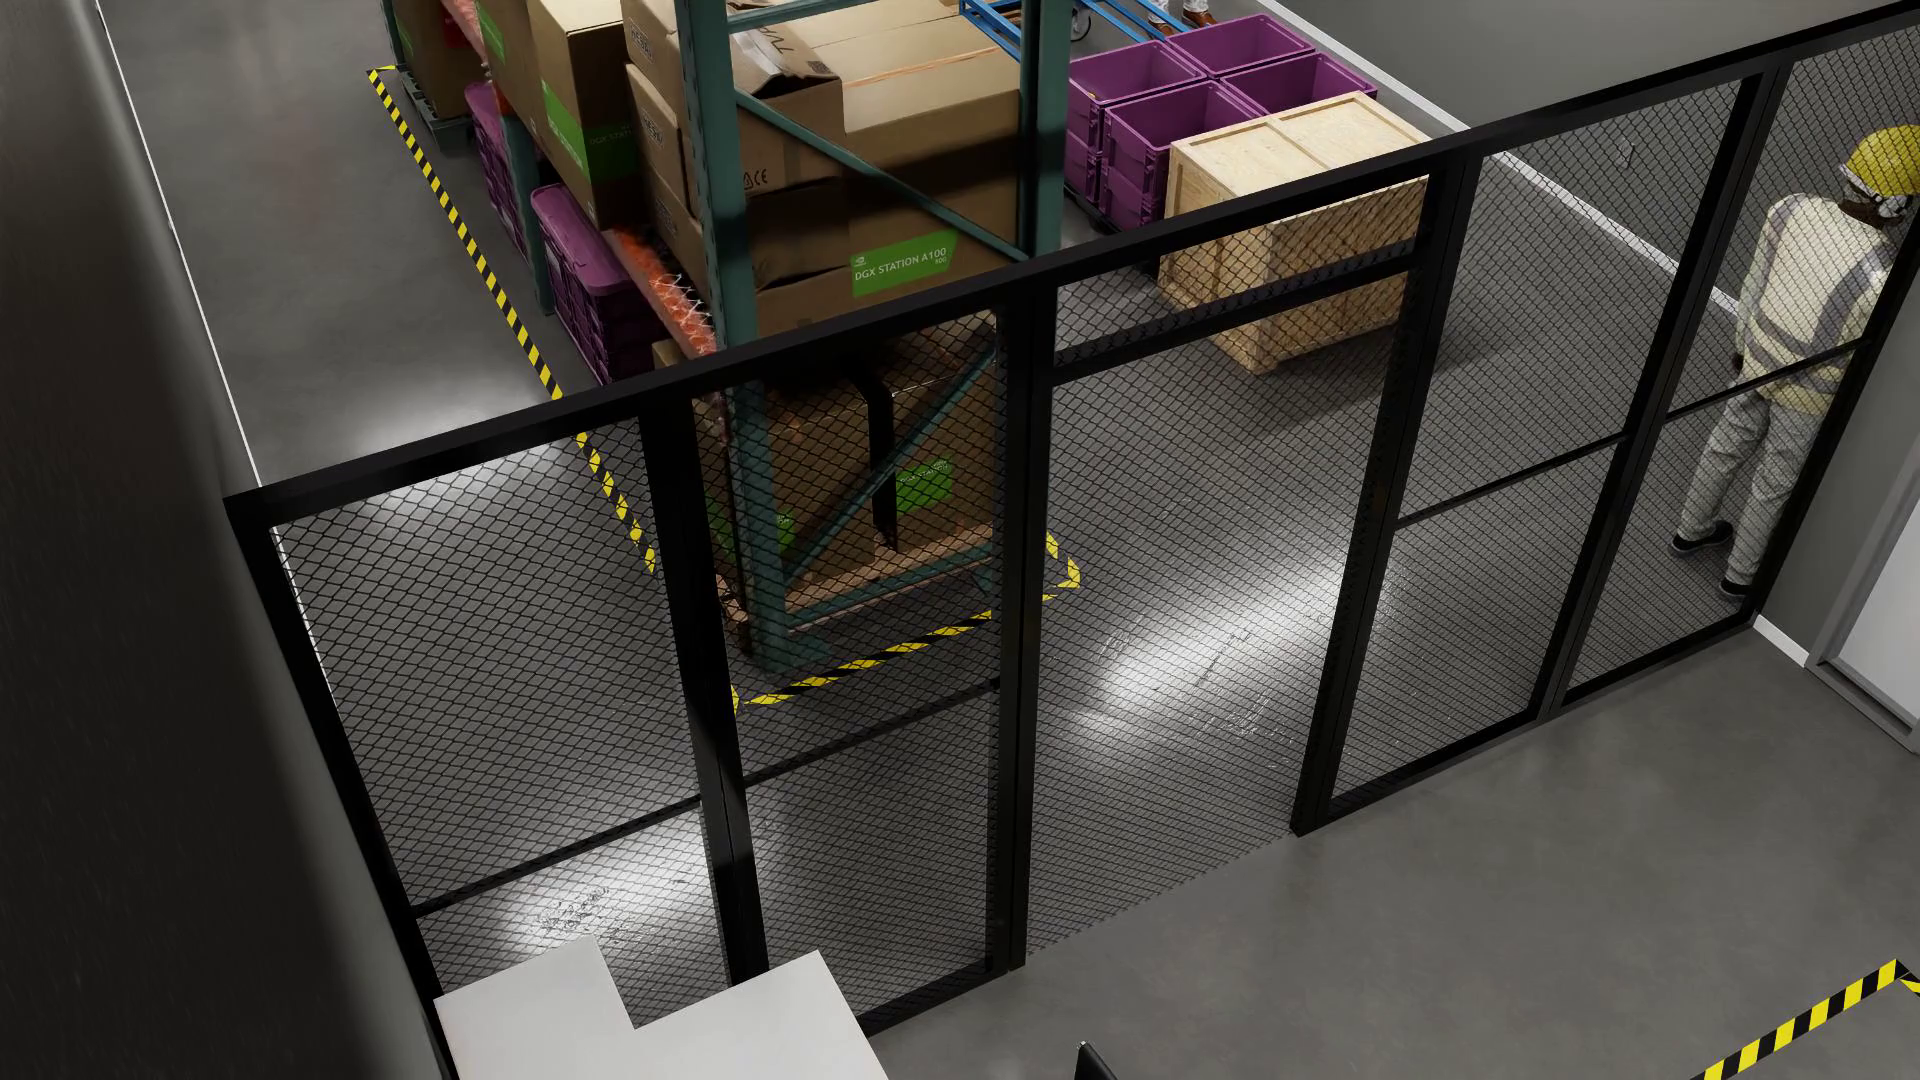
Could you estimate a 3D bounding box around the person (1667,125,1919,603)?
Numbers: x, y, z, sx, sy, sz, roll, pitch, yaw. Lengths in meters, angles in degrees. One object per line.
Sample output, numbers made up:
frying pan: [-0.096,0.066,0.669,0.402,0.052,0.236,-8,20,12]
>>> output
person: [2.860,-0.569,5.645,0.404,1.832,0.595,-14,44,-15]

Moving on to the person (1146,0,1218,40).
person: [1.271,-3.623,8.908,0.635,1.939,0.362,-22,47,-22]
